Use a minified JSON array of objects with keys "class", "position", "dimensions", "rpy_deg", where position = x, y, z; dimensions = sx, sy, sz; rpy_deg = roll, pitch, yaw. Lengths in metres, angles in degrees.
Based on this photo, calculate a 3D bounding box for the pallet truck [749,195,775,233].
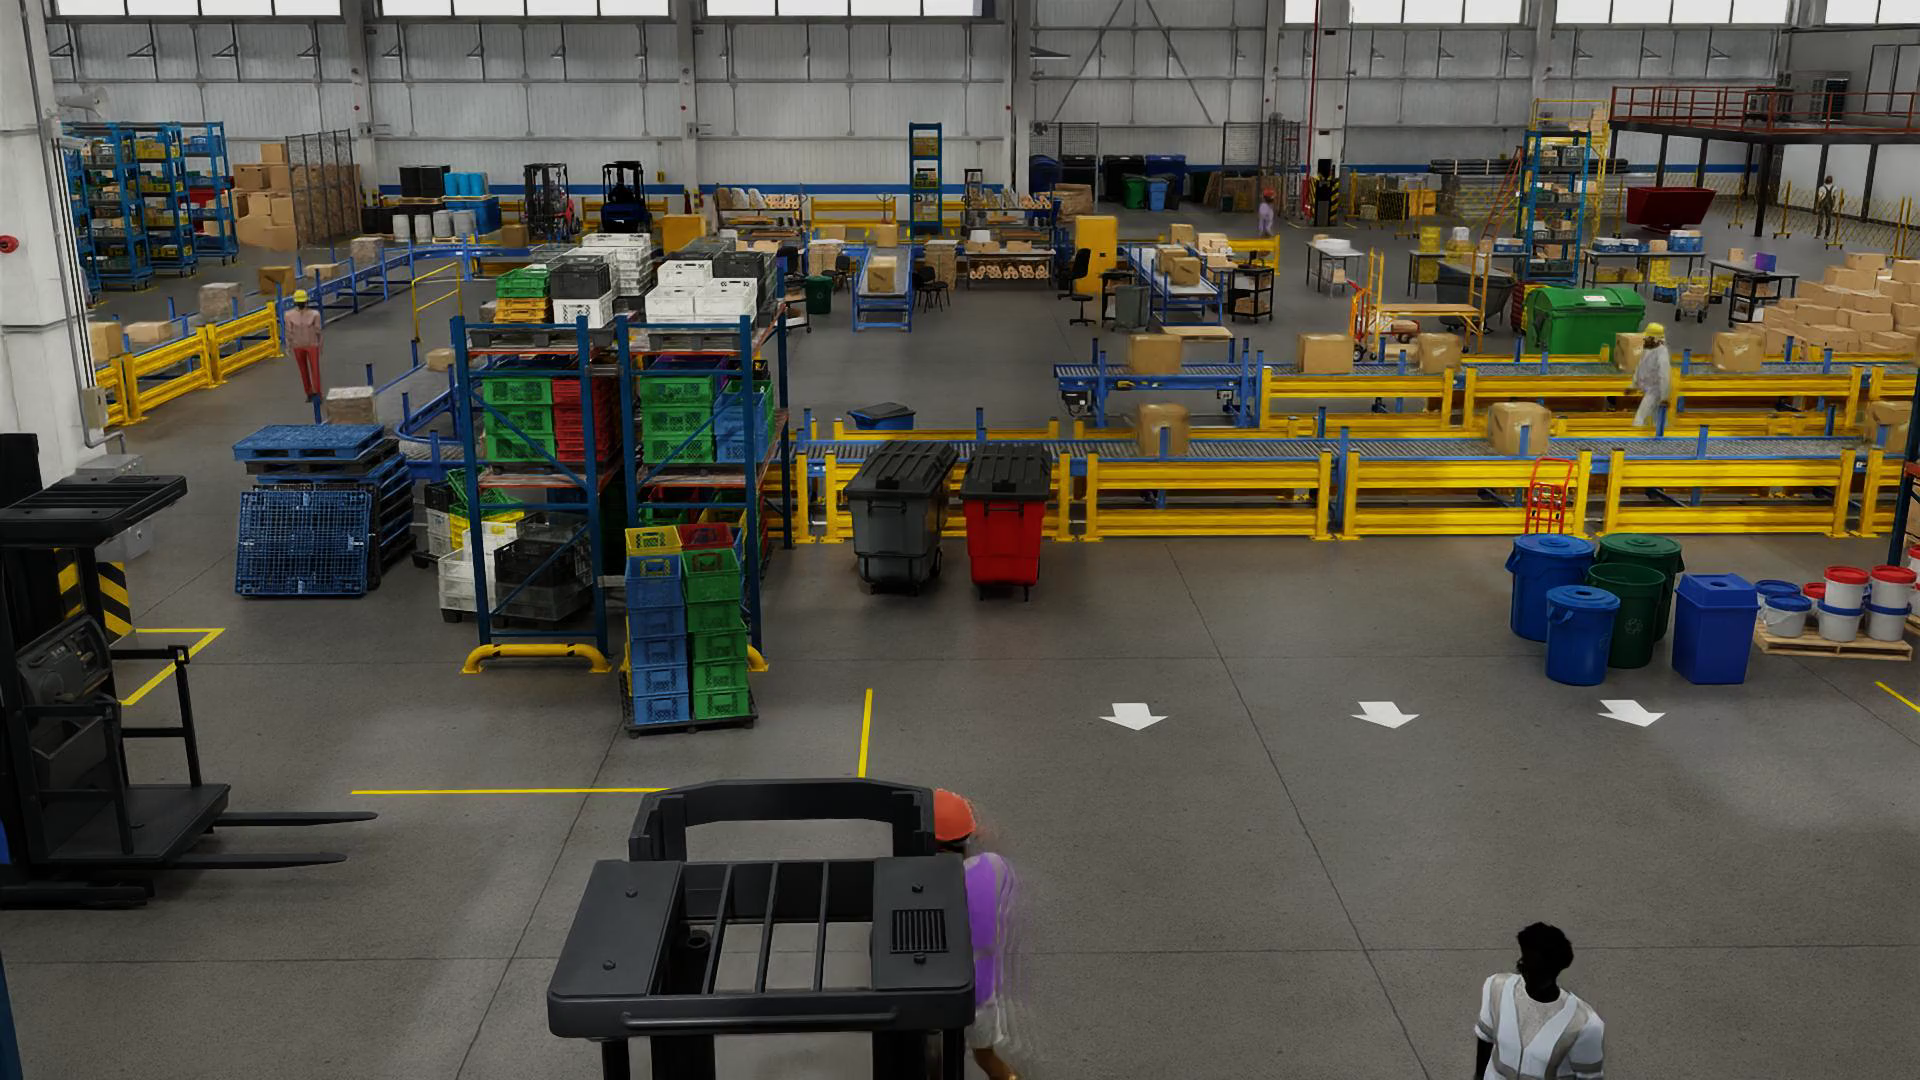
[{"class":"pallet truck","position":[-6.051,-9.967,50.660],"dimensions":[0.680,1.201,1.601],"rpy_deg":[0,16,-1]}]

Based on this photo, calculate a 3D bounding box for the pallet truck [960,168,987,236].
[{"class":"pallet truck","position":[0.383,-10.230,50.206],"dimensions":[0.823,1.965,1.885],"rpy_deg":[-1,16,-3]}]

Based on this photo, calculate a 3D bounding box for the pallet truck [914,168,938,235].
[{"class":"pallet truck","position":[-0.989,-10.316,50.507],"dimensions":[0.823,1.965,1.885],"rpy_deg":[1,16,3]}]

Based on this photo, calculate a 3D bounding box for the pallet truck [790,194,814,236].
[{"class":"pallet truck","position":[-4.814,-9.883,50.259],"dimensions":[0.704,1.261,1.522],"rpy_deg":[-1,16,-3]}]

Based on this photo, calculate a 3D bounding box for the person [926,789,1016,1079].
[{"class":"person","position":[0.051,2.066,7.624],"dimensions":[0.537,1.915,0.832],"rpy_deg":[-13,20,-38]}]

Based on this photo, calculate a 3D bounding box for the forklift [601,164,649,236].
[{"class":"forklift","position":[-9.948,-10.127,49.296],"dimensions":[1.157,1.987,2.680],"rpy_deg":[-1,16,-3]}]

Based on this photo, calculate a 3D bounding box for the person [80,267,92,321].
[{"class":"person","position":[-15.647,-4.201,29.354],"dimensions":[0.602,1.939,0.401],"rpy_deg":[-2,16,-5]}]

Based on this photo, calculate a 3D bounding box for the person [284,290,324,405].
[{"class":"person","position":[-9.937,-2.901,25.209],"dimensions":[0.533,1.734,0.836],"rpy_deg":[-4,16,-13]}]

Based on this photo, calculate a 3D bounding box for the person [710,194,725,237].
[{"class":"person","position":[-6.022,-7.846,42.108],"dimensions":[0.700,1.883,0.684],"rpy_deg":[-2,16,-7]}]

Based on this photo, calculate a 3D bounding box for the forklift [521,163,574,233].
[{"class":"forklift","position":[-12.233,-10.122,49.298],"dimensions":[1.157,1.987,2.680],"rpy_deg":[0,16,-1]}]

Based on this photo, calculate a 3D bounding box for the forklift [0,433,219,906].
[{"class":"forklift","position":[-5.952,0.780,10.366],"dimensions":[1.873,2.768,1.129],"rpy_deg":[0,16,-1]}]

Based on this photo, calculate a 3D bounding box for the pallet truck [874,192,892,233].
[{"class":"pallet truck","position":[-2.277,-9.986,50.594],"dimensions":[0.653,1.274,1.630],"rpy_deg":[0,16,-1]}]

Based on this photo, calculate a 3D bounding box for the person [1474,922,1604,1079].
[{"class":"person","position":[2.393,2.373,6.942],"dimensions":[0.578,1.694,0.319],"rpy_deg":[14,21,41]}]

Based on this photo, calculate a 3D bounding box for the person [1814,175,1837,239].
[{"class":"person","position":[25.471,-9.790,48.948],"dimensions":[0.506,1.847,0.344],"rpy_deg":[3,16,9]}]

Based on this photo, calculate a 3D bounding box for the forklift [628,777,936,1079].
[{"class":"forklift","position":[-0.542,2.165,5.552],"dimensions":[1.129,2.768,1.873],"rpy_deg":[-1,16,-2]}]

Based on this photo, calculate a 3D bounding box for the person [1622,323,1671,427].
[{"class":"person","position":[9.020,-1.972,21.883],"dimensions":[0.965,1.773,0.606],"rpy_deg":[2,16,6]}]

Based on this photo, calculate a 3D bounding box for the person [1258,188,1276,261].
[{"class":"person","position":[7.694,-7.772,41.610],"dimensions":[0.422,2.026,0.618],"rpy_deg":[10,19,31]}]
